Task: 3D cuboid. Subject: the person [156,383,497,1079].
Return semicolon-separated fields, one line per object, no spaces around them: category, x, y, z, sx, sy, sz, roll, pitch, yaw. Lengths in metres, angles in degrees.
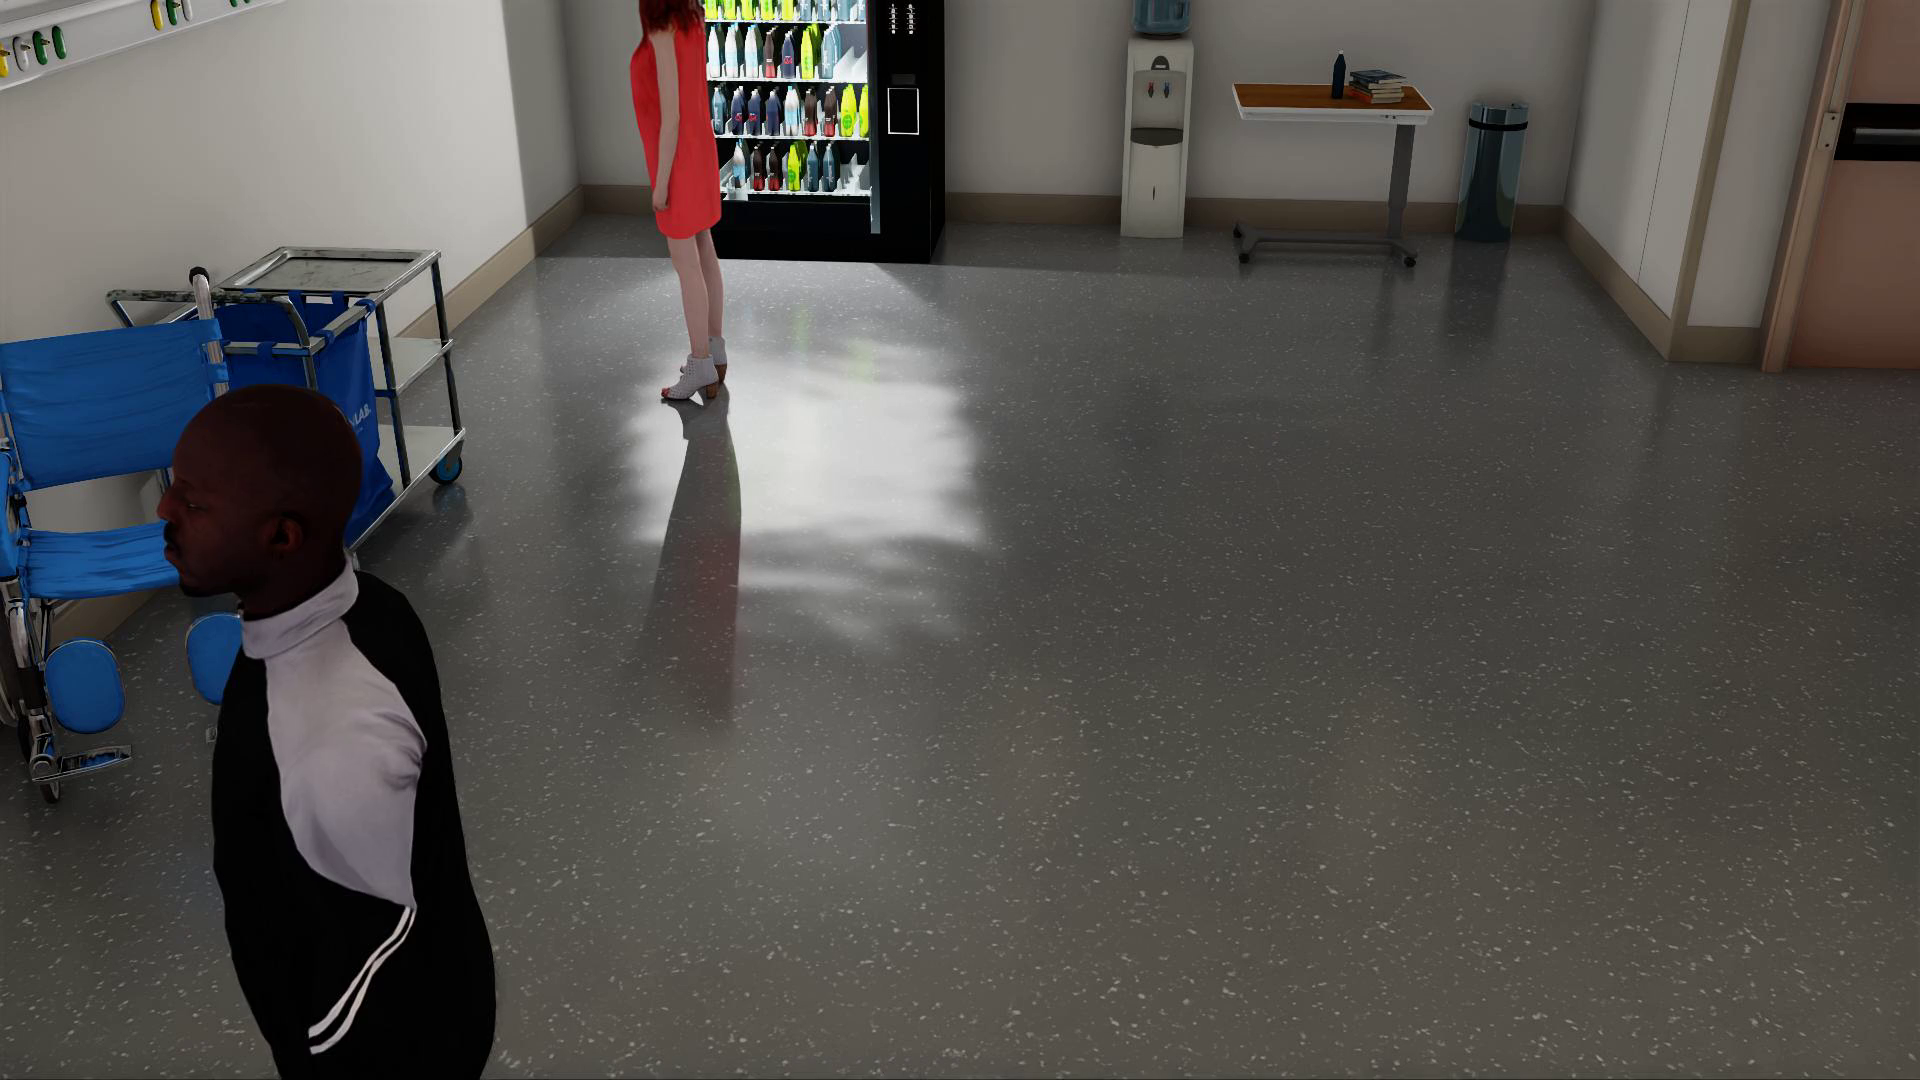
person;-0.753;0.639;2.233;0.694;1.825;0.728;-8;27;-15

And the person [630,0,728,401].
person;-1.093;-1.466;6.595;0.515;1.828;0.604;4;26;8
